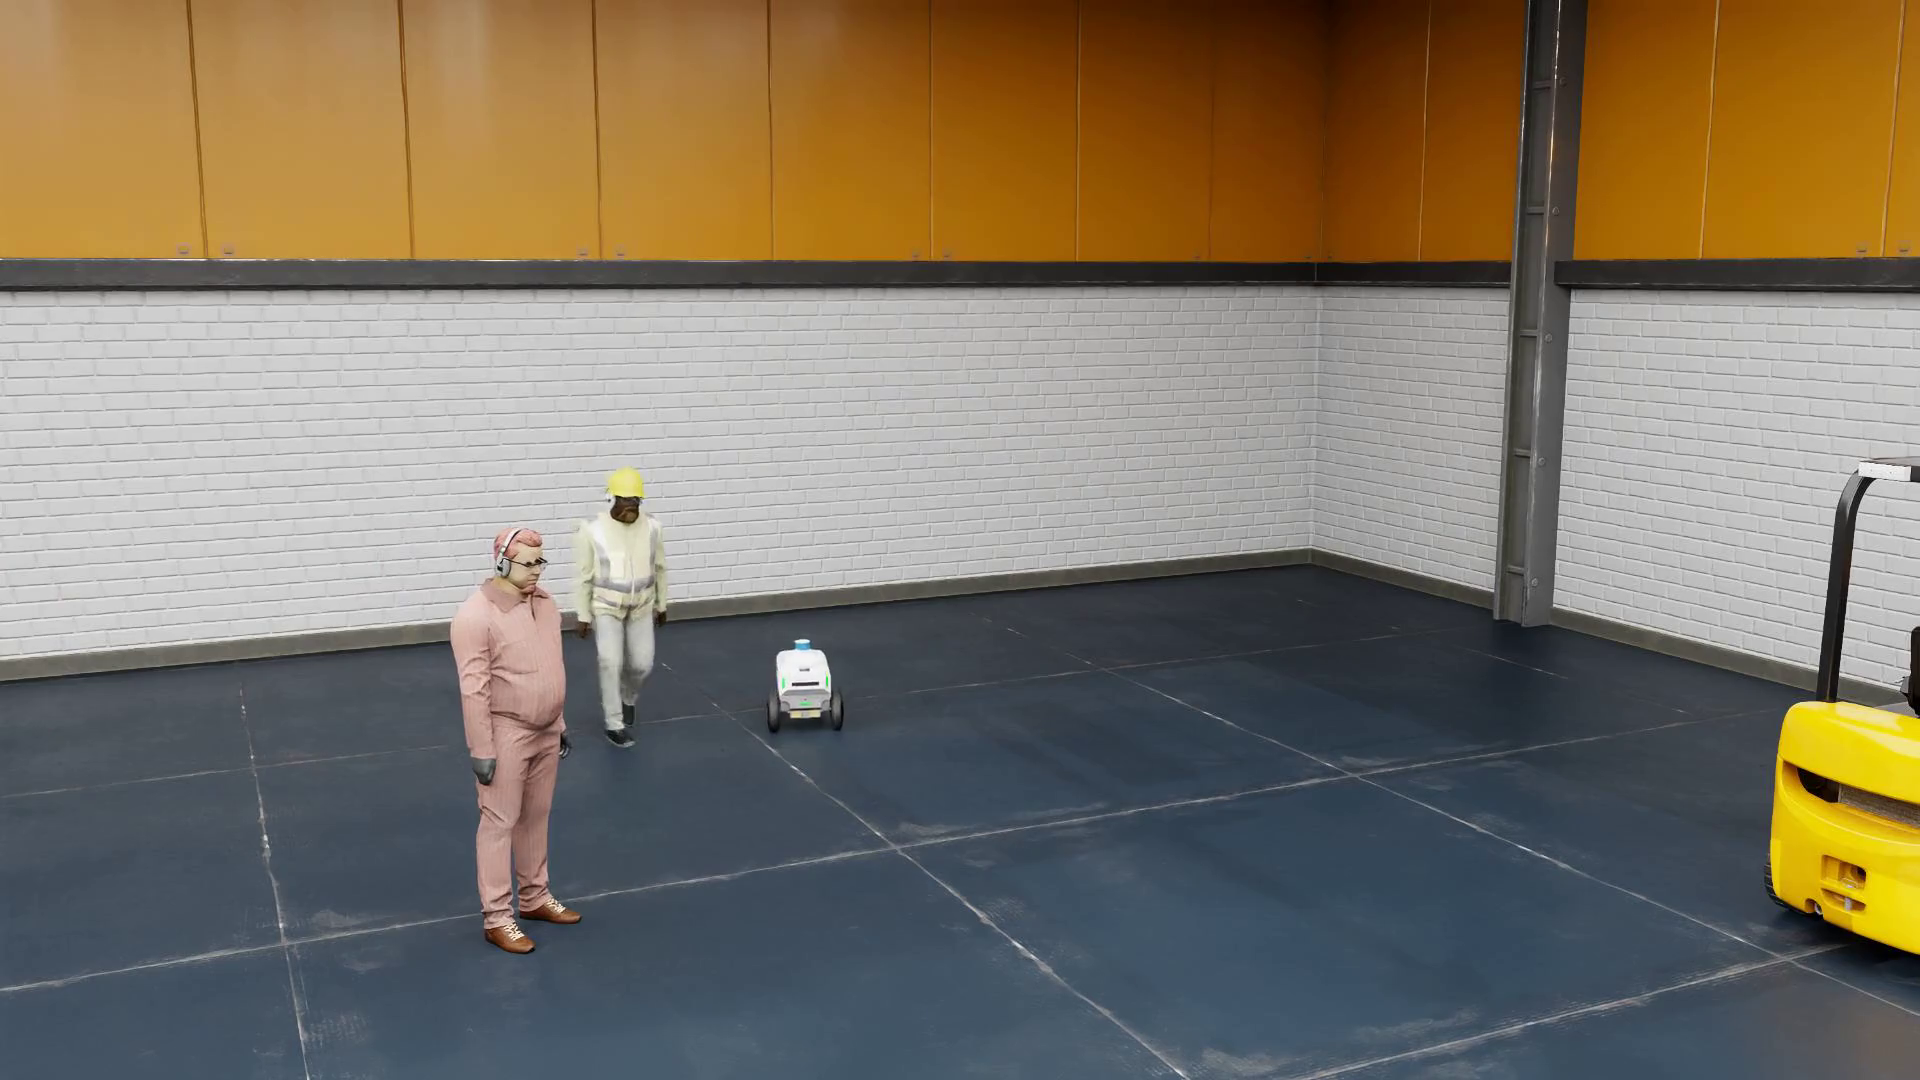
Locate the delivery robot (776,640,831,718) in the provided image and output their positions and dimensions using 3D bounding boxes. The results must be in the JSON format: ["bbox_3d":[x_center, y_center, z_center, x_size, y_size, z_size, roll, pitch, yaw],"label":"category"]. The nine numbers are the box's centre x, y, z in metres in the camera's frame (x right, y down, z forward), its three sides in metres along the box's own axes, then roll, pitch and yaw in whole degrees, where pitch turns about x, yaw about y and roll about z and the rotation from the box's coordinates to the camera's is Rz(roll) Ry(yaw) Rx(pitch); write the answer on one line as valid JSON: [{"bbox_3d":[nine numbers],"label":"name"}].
[{"bbox_3d":[-1.057,0.915,11.200,0.477,0.478,0.707,-1,9,-8],"label":"delivery robot"}]

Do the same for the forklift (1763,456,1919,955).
[{"bbox_3d":[4.857,0.731,7.561,2.313,2.155,1.214,-4,10,-25],"label":"forklift"}]

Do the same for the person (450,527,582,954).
[{"bbox_3d":[-1.980,0.882,7.533,0.409,1.903,0.638,4,10,21],"label":"person"}]

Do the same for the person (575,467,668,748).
[{"bbox_3d":[-2.172,0.417,10.693,0.634,1.810,0.526,-6,11,-32],"label":"person"}]
